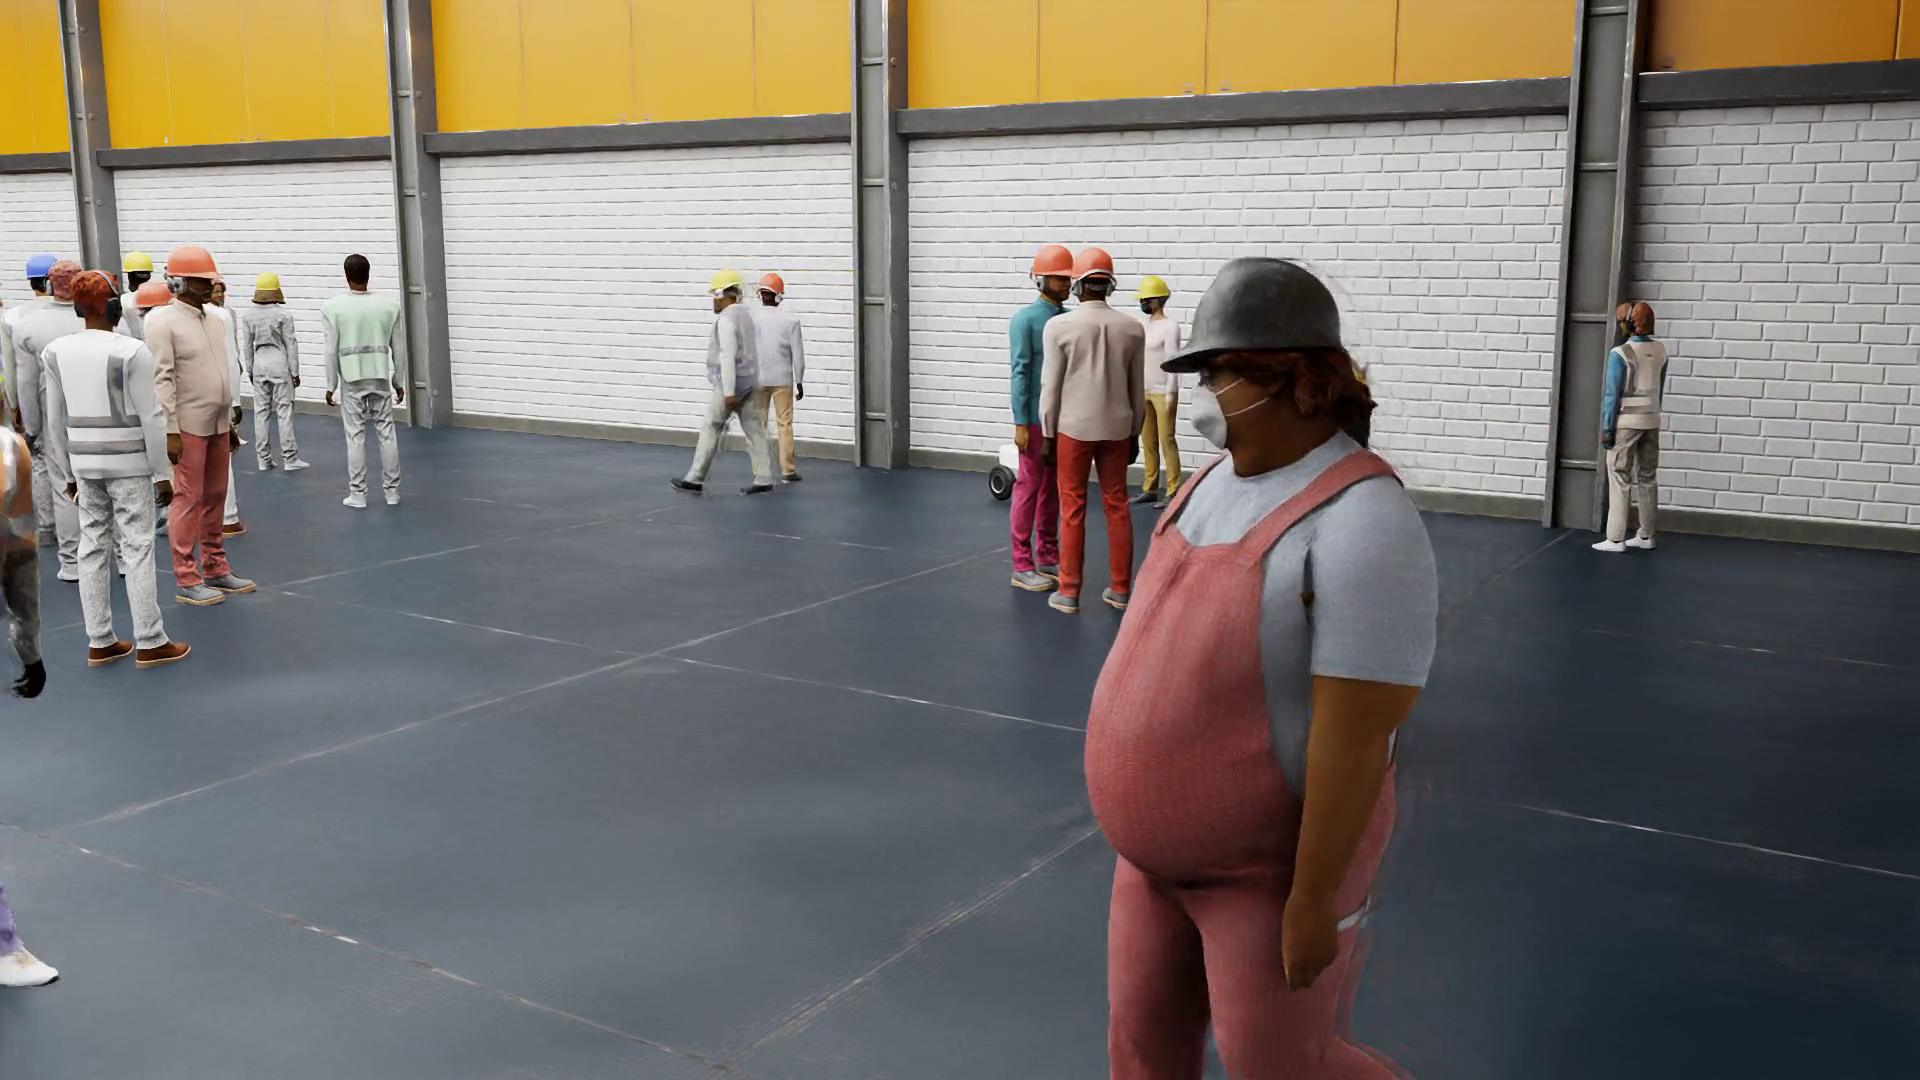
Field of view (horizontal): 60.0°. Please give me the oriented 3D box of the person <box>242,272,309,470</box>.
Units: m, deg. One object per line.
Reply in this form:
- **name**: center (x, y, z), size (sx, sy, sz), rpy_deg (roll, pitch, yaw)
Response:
- **person**: center (-6.056, -1.487, 14.693), size (0.492, 1.742, 0.320), rpy_deg (2, 10, 9)

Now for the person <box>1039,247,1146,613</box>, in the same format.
- **person**: center (0.720, -0.599, 9.123), size (0.622, 1.985, 0.427), rpy_deg (-3, 11, -18)

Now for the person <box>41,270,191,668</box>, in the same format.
- **person**: center (-3.996, -0.325, 7.867), size (0.575, 1.885, 0.355), rpy_deg (2, 10, 10)

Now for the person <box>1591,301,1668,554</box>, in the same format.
- **person**: center (4.359, -0.723, 10.783), size (0.518, 1.632, 0.312), rpy_deg (-5, 11, -26)

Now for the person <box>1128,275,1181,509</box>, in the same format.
- **person**: center (1.468, -1.115, 12.603), size (0.343, 1.758, 0.522), rpy_deg (-6, 12, -30)

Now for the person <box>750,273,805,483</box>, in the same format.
- **person**: center (-1.569, -1.350, 13.907), size (0.569, 1.749, 0.342), rpy_deg (2, 10, 9)

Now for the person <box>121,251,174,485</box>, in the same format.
- **person**: center (-6.732, -1.416, 13.789), size (0.363, 1.928, 0.587), rpy_deg (6, 12, 30)

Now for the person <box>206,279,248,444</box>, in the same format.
- **person**: center (-7.282, -1.729, 16.325), size (0.307, 1.641, 0.514), rpy_deg (5, 11, 25)

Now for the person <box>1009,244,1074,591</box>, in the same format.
- **person**: center (0.524, -0.713, 9.705), size (0.394, 1.994, 0.612), rpy_deg (8, 13, 38)

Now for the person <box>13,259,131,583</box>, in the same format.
- **person**: center (-5.217, -0.701, 9.882), size (0.636, 1.911, 0.405), rpy_deg (-6, 12, -29)

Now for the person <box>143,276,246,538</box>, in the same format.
- **person**: center (-5.162, -0.936, 11.252), size (0.573, 1.883, 0.355), rpy_deg (-3, 11, -15)

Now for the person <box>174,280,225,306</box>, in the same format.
- **person**: center (-7.819, -1.996, 17.077), size (0.402, 1.904, 0.638), rpy_deg (2, 11, 14)

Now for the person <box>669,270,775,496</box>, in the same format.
- **person**: center (-1.885, -1.224, 13.129), size (0.923, 1.775, 0.603), rpy_deg (2, 11, 13)

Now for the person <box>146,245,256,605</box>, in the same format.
- **person**: center (-4.256, -0.643, 9.324), size (0.390, 1.991, 0.623), rpy_deg (2, 10, 8)

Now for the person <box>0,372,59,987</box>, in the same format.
- **person**: center (-2.897, 0.281, 4.585), size (0.853, 1.874, 0.600), rpy_deg (4, 11, 20)

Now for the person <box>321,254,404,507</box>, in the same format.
- **person**: center (-4.520, -1.205, 12.646), size (0.597, 1.917, 0.379), rpy_deg (-7, 12, -34)

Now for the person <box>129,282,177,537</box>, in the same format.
- **person**: center (-5.463, -0.886, 11.377), size (0.416, 1.736, 0.572), rpy_deg (-3, 11, -18)
